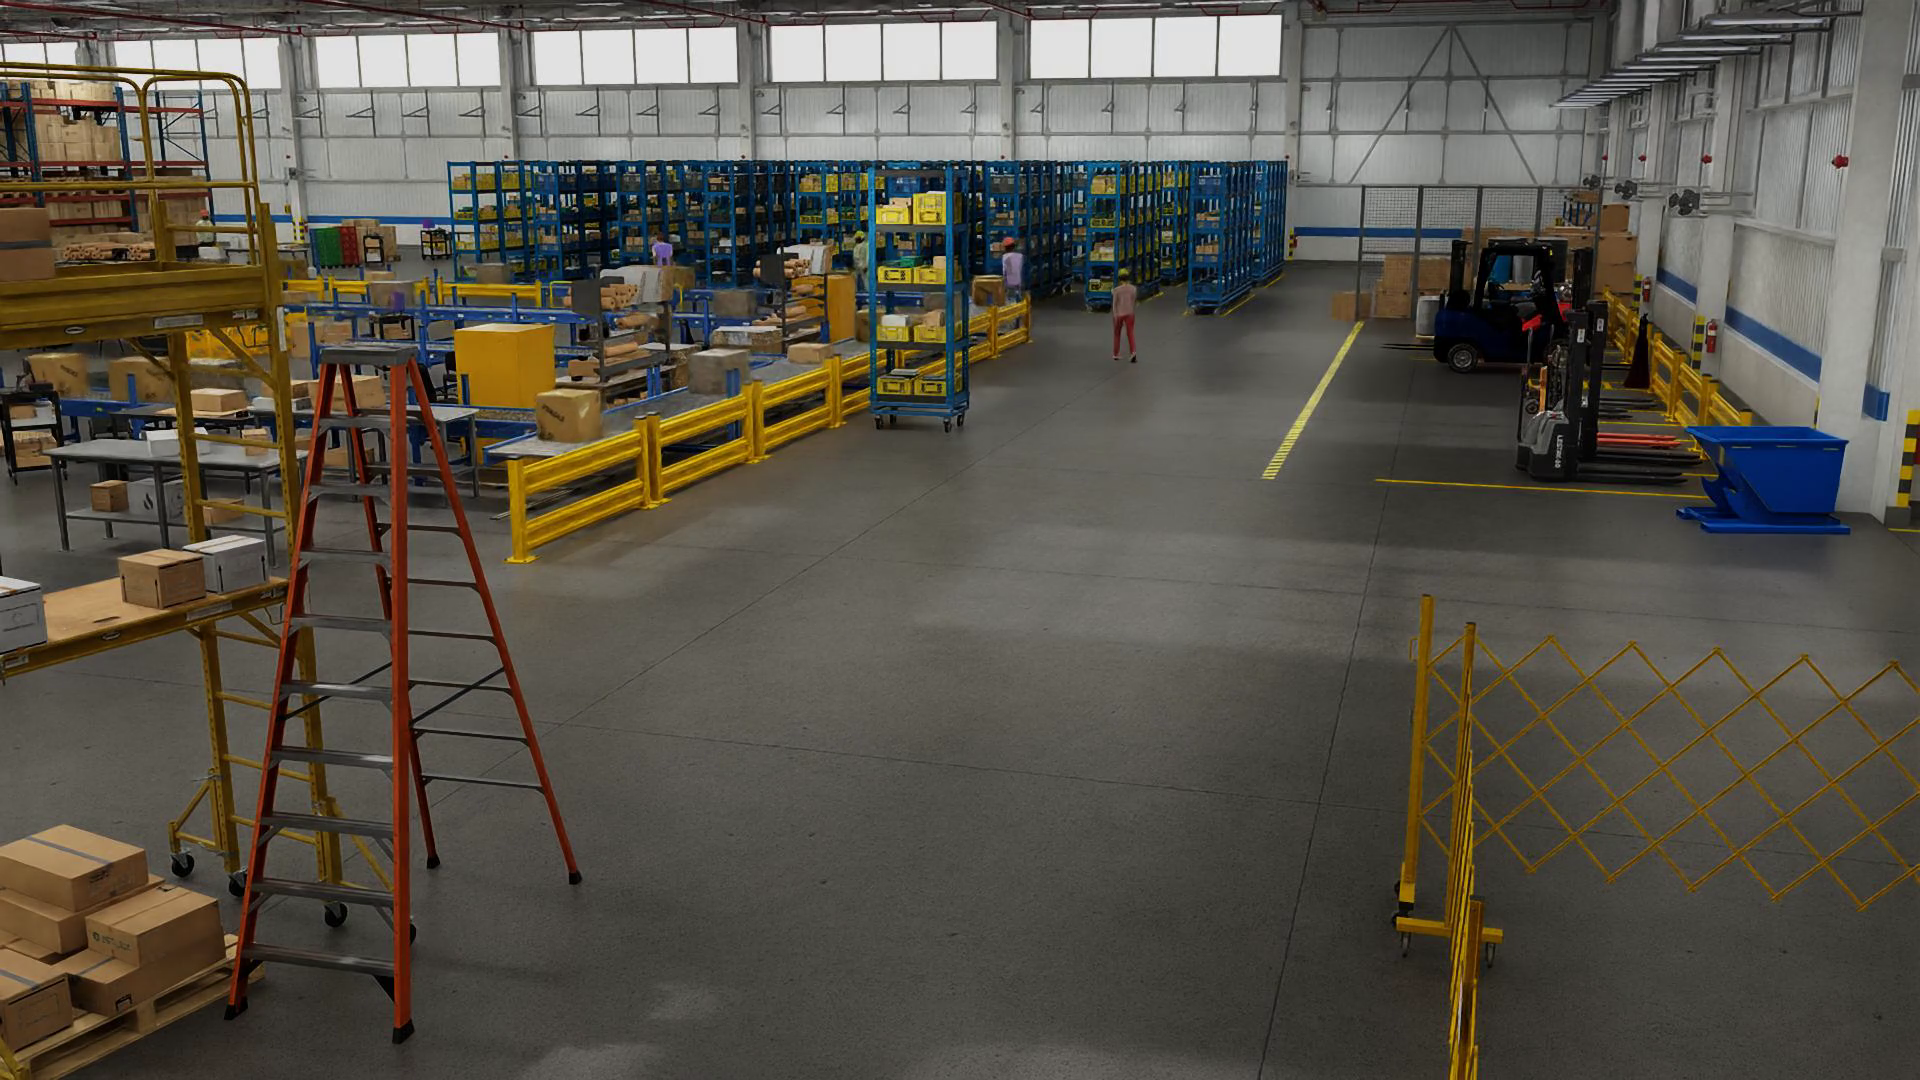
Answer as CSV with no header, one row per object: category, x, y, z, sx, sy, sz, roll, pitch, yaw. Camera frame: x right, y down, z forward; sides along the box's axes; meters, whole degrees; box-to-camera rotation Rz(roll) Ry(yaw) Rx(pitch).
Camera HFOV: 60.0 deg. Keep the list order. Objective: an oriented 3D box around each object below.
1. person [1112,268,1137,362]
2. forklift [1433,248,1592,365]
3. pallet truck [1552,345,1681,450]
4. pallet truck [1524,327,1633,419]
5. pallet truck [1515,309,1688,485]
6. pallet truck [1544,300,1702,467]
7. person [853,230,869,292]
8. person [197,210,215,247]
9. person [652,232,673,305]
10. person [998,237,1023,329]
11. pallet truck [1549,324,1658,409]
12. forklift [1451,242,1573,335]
person,3.054,-4.163,30.759,0.518,1.733,0.864,-3,13,-13
forklift,9.780,-4.111,29.280,2.680,1.987,1.157,3,13,14
pallet truck,8.641,-1.896,21.908,1.630,1.274,0.653,4,14,16
pallet truck,9.065,-2.460,24.370,1.522,1.261,0.704,3,13,14
pallet truck,7.554,-1.677,19.446,1.885,1.965,0.823,3,13,14
pallet truck,8.263,-1.952,20.631,1.885,1.965,0.823,5,14,20
person,-2.625,-7.276,43.995,0.404,1.827,0.600,-9,16,-34
person,-24.897,-9.873,54.905,0.388,1.973,0.672,2,13,10
person,-7.572,-6.915,42.410,0.564,1.841,0.391,-9,16,-34
person,1.064,-5.635,36.515,0.649,2.004,0.851,-11,17,-40
pallet truck,9.824,-2.669,25.407,1.601,1.201,0.680,4,14,16
forklift,10.464,-4.597,31.405,2.680,1.987,1.157,4,14,16
